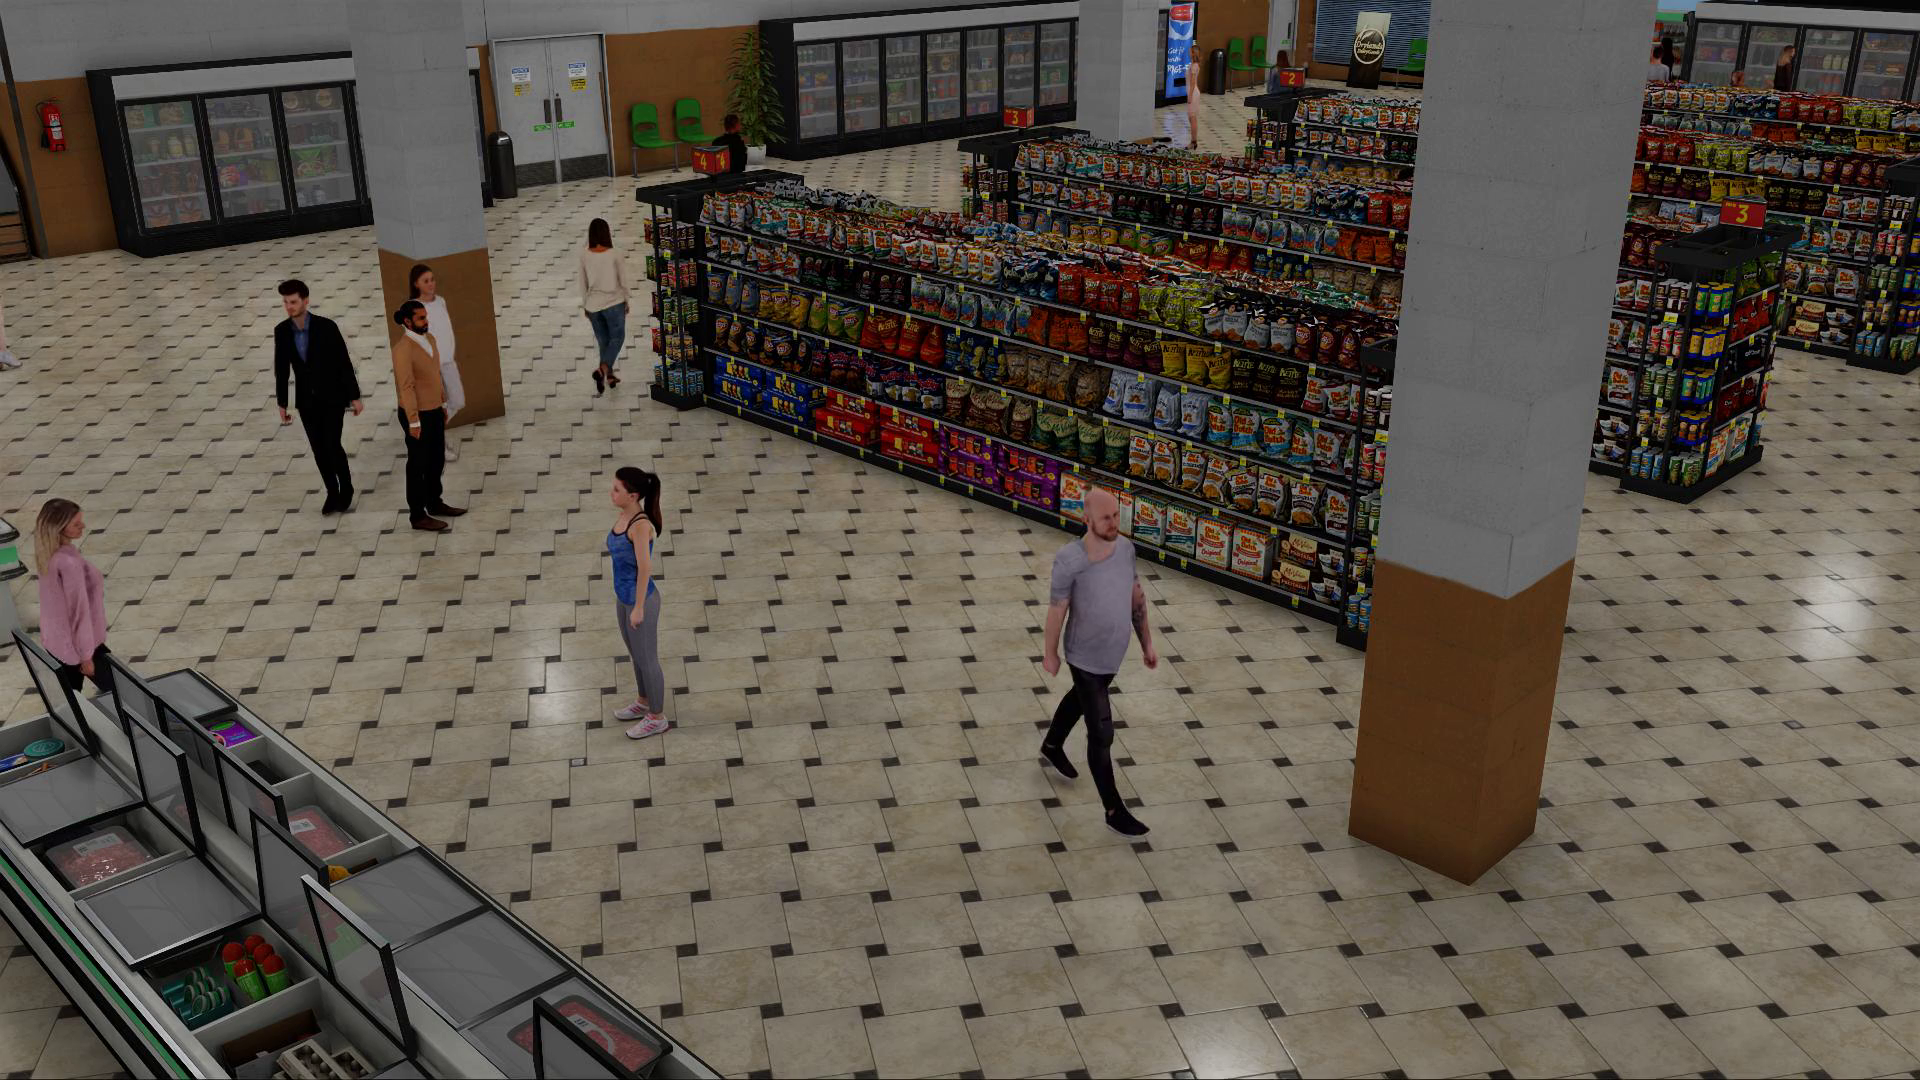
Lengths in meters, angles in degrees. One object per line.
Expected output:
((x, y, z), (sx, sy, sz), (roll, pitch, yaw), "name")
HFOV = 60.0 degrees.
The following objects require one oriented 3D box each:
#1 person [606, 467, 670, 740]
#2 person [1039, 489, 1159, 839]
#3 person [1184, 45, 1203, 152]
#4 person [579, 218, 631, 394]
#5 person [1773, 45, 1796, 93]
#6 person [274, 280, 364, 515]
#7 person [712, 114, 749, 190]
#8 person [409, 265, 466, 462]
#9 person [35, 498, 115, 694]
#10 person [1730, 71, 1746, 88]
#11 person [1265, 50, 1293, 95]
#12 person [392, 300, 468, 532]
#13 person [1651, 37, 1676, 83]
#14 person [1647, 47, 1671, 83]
((-1.849, 0.341, 9.509), (0.697, 1.610, 0.594), (-10, 24, -23), "person")
((0.646, 0.569, 8.698), (0.704, 1.793, 1.209), (-18, 28, -38), "person")
((4.186, -7.917, 29.769), (0.646, 1.829, 0.644), (7, 23, 16), "person")
((-3.366, -2.167, 15.686), (0.985, 1.659, 0.972), (4, 22, 10), "person")
((15.289, -8.342, 30.992), (0.731, 1.705, 0.654), (-2, 22, -4), "person")
((-4.885, -1.114, 12.795), (0.855, 1.861, 0.926), (2, 22, 4), "person")
((-2.909, -4.309, 20.798), (1.026, 1.821, 0.872), (15, 26, 33), "person")
((-4.472, -1.488, 13.970), (0.726, 1.678, 0.698), (11, 24, 25), "person")
((-4.776, 0.603, 8.808), (0.915, 1.648, 0.715), (17, 28, 37), "person")
((14.334, -7.982, 30.706), (0.514, 1.251, 0.924), (-19, 29, -39), "person")
((5.847, -7.956, 30.073), (0.806, 1.673, 1.034), (-12, 25, -28), "person")
((-4.055, -0.952, 12.538), (0.762, 1.751, 0.736), (4, 22, 9), "person")
((13.479, -8.695, 31.835), (1.024, 1.731, 0.663), (20, 29, 40), "person")
((12.171, -7.689, 29.224), (1.124, 1.813, 0.934), (10, 24, 23), "person")
